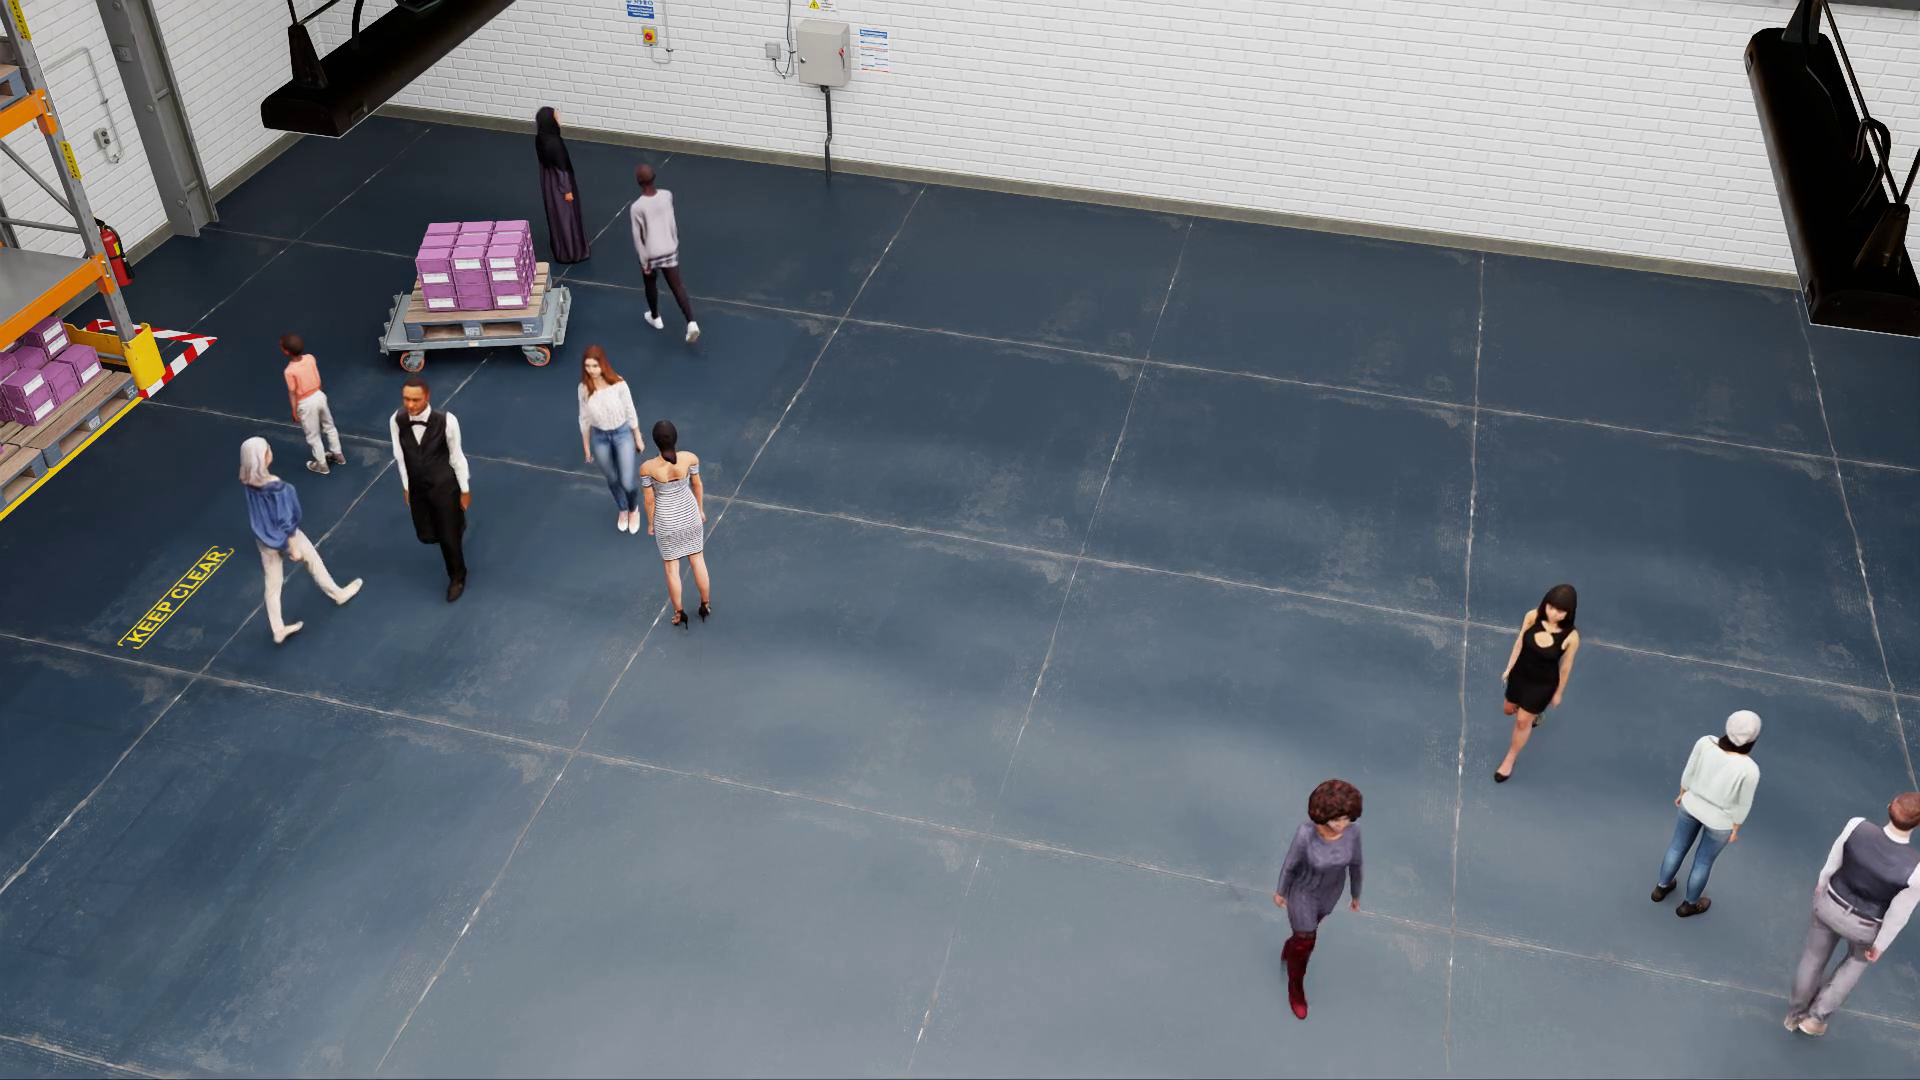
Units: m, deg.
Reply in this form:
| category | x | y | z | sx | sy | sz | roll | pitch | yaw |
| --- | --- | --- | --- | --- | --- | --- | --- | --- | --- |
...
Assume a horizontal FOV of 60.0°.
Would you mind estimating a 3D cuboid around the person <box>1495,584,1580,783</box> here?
| category | x | y | z | sx | sy | sz | roll | pitch | yaw |
| --- | --- | --- | --- | --- | --- | --- | --- | --- | --- |
| person | 3.828 | 0.888 | 10.986 | 0.936 | 1.633 | 0.804 | -31 | 48 | -33 |

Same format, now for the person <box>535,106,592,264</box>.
| category | x | y | z | sx | sy | sz | roll | pitch | yaw |
| --- | --- | --- | --- | --- | --- | --- | --- | --- | --- |
| person | -4.007 | -3.559 | 16.569 | 0.768 | 1.615 | 0.713 | -22 | 44 | -25 |

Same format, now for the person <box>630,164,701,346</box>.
| category | x | y | z | sx | sy | sz | roll | pitch | yaw |
| --- | --- | --- | --- | --- | --- | --- | --- | --- | --- |
| person | -2.715 | -2.604 | 15.268 | 1.120 | 1.747 | 1.130 | -24 | 44 | -27 |

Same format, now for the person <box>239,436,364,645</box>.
| category | x | y | z | sx | sy | sz | roll | pitch | yaw |
| --- | --- | --- | --- | --- | --- | --- | --- | --- | --- |
| person | -4.978 | 0.046 | 12.019 | 0.788 | 1.661 | 1.078 | 20 | 43 | 23 |

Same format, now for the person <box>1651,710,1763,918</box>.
| category | x | y | z | sx | sy | sz | roll | pitch | yaw |
| --- | --- | --- | --- | --- | --- | --- | --- | --- | --- |
| person | 4.527 | 1.635 | 10.043 | 0.673 | 1.644 | 0.638 | -25 | 45 | -28 |

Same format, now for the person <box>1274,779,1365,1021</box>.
| category | x | y | z | sx | sy | sz | roll | pitch | yaw |
| --- | --- | --- | --- | --- | --- | --- | --- | --- | --- |
| person | 2.017 | 1.956 | 9.600 | 0.783 | 1.693 | 0.855 | -9 | 39 | -11 |

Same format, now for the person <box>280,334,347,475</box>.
| category | x | y | z | sx | sy | sz | roll | pitch | yaw |
| --- | --- | --- | --- | --- | --- | --- | --- | --- | --- |
| person | -5.373 | -1.145 | 13.791 | 0.602 | 1.309 | 0.495 | 21 | 43 | 24 |

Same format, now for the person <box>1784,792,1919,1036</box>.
| category | x | y | z | sx | sy | sz | roll | pitch | yaw |
| --- | --- | --- | --- | --- | --- | --- | --- | --- | --- |
| person | 4.906 | 2.113 | 9.220 | 0.833 | 1.923 | 0.795 | -28 | 47 | -31 |

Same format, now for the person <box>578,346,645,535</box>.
| category | x | y | z | sx | sy | sz | roll | pitch | yaw |
| --- | --- | --- | --- | --- | --- | --- | --- | --- | --- |
| person | -2.716 | -0.840 | 13.082 | 0.676 | 1.718 | 0.685 | 1 | 39 | 1 |

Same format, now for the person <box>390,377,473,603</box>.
| category | x | y | z | sx | sy | sz | roll | pitch | yaw |
| --- | --- | --- | --- | --- | --- | --- | --- | --- | --- |
| person | -3.901 | -0.466 | 12.465 | 0.755 | 1.903 | 0.935 | 5 | 39 | 6 |

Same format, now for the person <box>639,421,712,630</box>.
| category | x | y | z | sx | sy | sz | roll | pitch | yaw |
| --- | --- | --- | --- | --- | --- | --- | --- | --- | --- |
| person | -2.048 | -0.109 | 12.082 | 0.678 | 1.822 | 0.718 | -15 | 41 | -18 |
